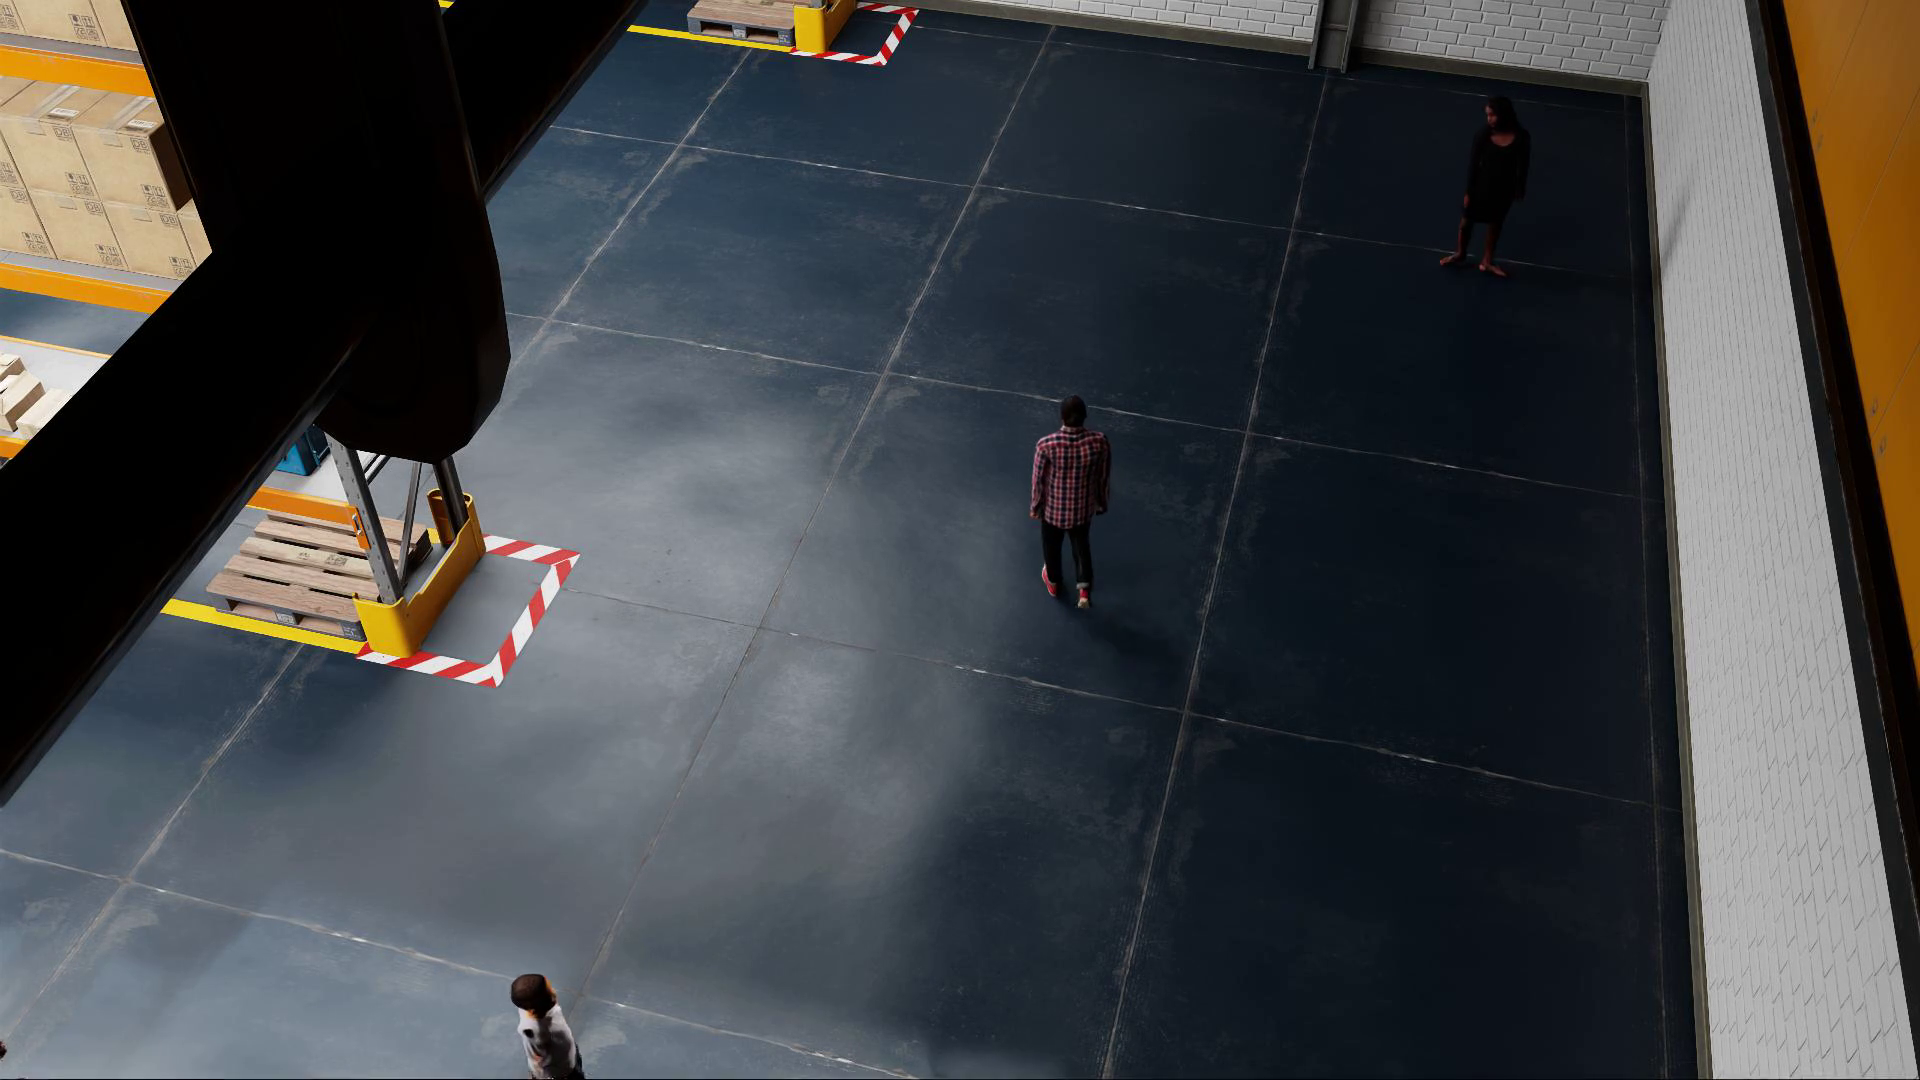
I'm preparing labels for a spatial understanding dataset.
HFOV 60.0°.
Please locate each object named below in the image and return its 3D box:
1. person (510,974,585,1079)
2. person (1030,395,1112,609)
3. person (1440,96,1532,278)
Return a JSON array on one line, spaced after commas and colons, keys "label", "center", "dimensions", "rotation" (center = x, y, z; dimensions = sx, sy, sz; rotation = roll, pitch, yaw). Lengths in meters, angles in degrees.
[{"label": "person", "center": [-2.146, 2.610, 8.485], "dimensions": [0.935, 1.448, 0.821], "rotation": [-12, 45, -12]}, {"label": "person", "center": [0.738, -0.199, 11.219], "dimensions": [0.952, 1.745, 0.968], "rotation": [-8, 44, -8]}, {"label": "person", "center": [4.611, -3.002, 14.193], "dimensions": [0.471, 1.701, 0.810], "rotation": [-2, 44, -2]}]
